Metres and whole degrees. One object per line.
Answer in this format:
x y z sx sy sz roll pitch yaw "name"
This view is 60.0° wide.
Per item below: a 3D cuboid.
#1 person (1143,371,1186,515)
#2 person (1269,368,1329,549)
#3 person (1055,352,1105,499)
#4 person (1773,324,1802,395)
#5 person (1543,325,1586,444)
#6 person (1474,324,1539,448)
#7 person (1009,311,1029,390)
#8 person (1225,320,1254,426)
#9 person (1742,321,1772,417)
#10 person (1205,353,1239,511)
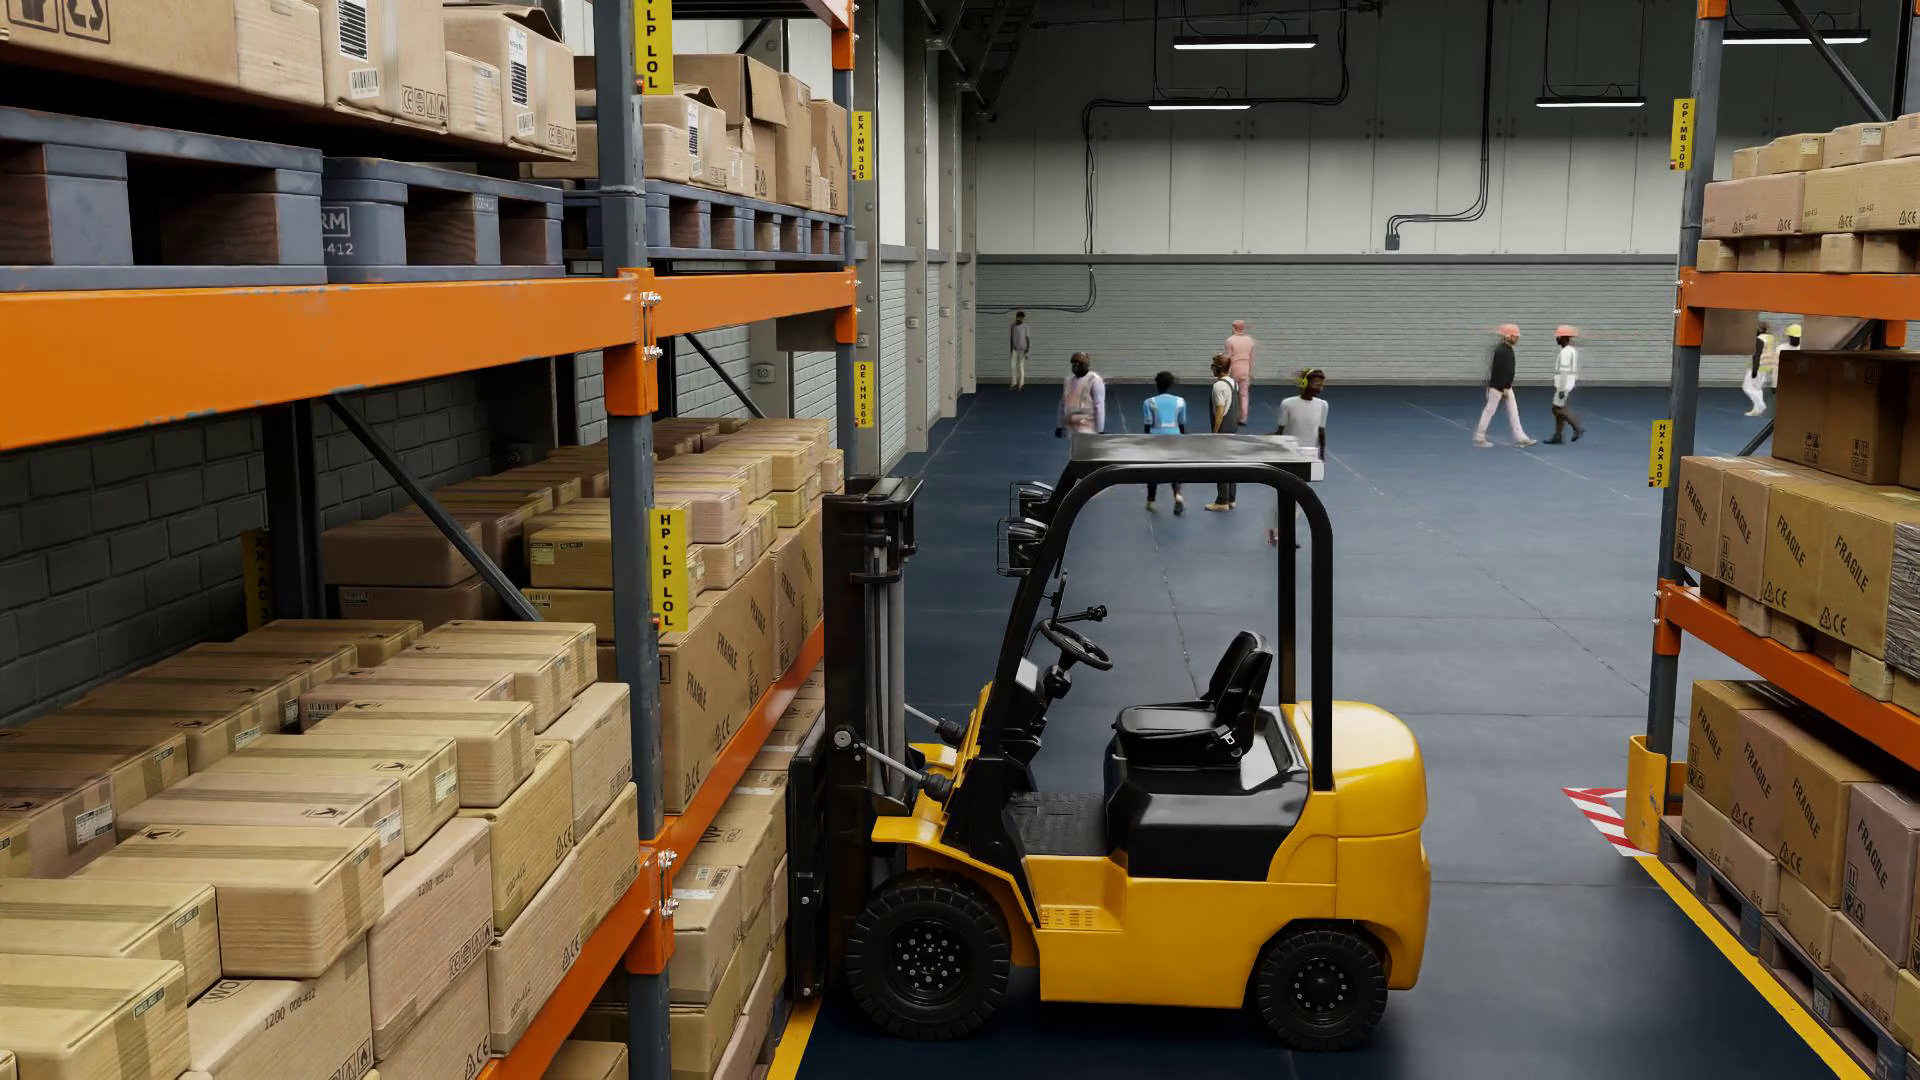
2.369 -1.117 19.145 0.529 1.660 0.804 -2 9 -9 "person"
3.436 -0.813 16.799 0.548 1.836 0.418 -3 10 -16 "person"
1.421 -1.364 20.157 0.584 1.823 0.640 -6 11 -34 "person"
13.801 -2.632 27.592 0.601 1.902 0.476 0 9 1 "person"
9.684 -2.467 26.560 0.553 1.918 0.558 4 10 24 "person"
8.555 -2.393 26.044 0.984 1.940 0.628 8 12 41 "person"
1.374 -4.341 38.177 0.536 1.830 0.534 4 10 22 "person"
4.917 -3.003 29.900 0.683 1.878 0.788 -5 11 -28 "person"
15.110 -3.239 31.515 0.453 1.824 0.648 8 12 40 "person"
3.070 -1.255 19.438 0.332 1.844 0.508 6 11 33 "person"
